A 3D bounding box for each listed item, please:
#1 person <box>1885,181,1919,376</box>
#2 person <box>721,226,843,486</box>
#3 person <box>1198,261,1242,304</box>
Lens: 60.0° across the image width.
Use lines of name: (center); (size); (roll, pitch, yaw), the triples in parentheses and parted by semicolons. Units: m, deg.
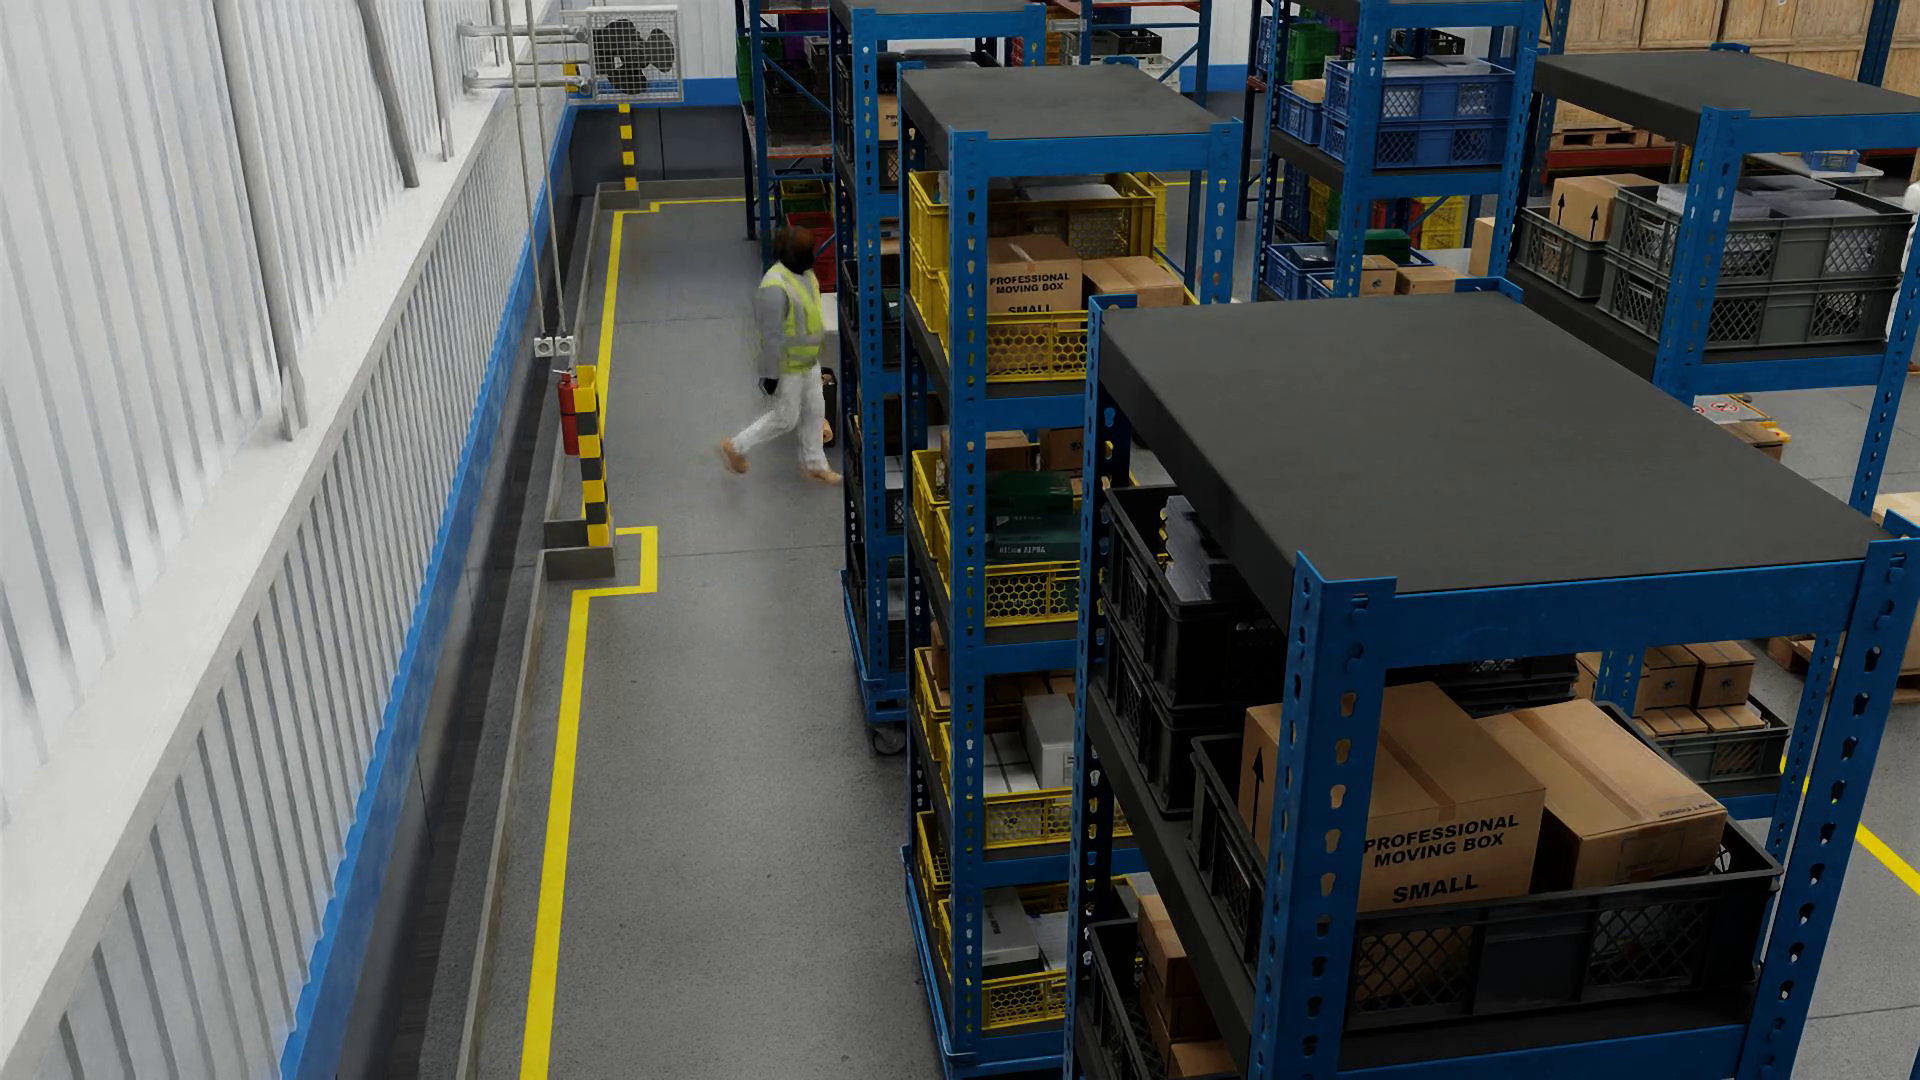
person: (7.583, -2.200, 13.130); (0.586, 1.882, 0.340); (-12, 27, -24)
person: (-1.194, -1.216, 11.082); (0.722, 1.813, 0.660); (8, 26, 16)
person: (1.641, -1.011, 10.837); (0.310, 1.638, 0.523); (20, 31, 37)
